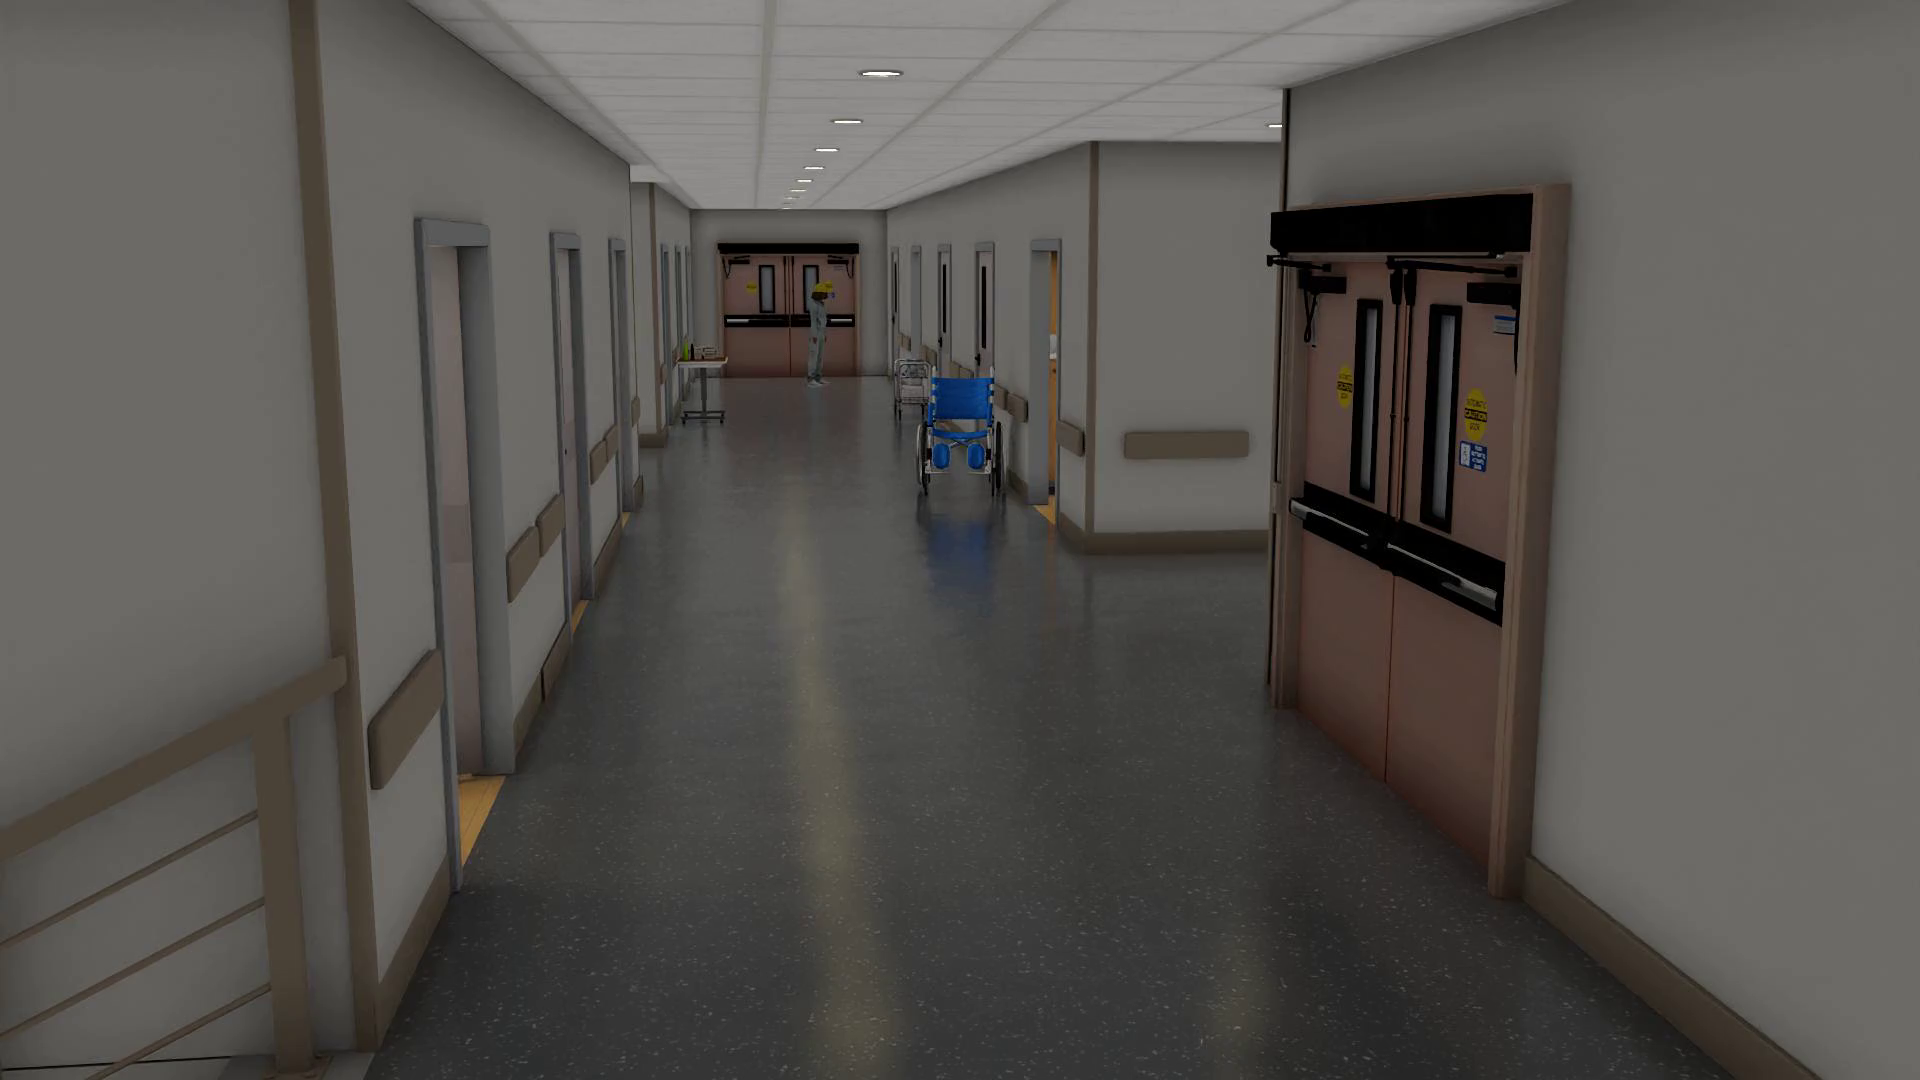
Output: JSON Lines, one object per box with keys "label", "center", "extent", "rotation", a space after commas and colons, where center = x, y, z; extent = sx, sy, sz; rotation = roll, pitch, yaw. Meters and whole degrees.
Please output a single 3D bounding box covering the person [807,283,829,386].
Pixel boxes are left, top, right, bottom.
{"label": "person", "center": [-2.386, -3.486, 28.231], "extent": [0.354, 1.733, 0.485], "rotation": [4, 10, 20]}
